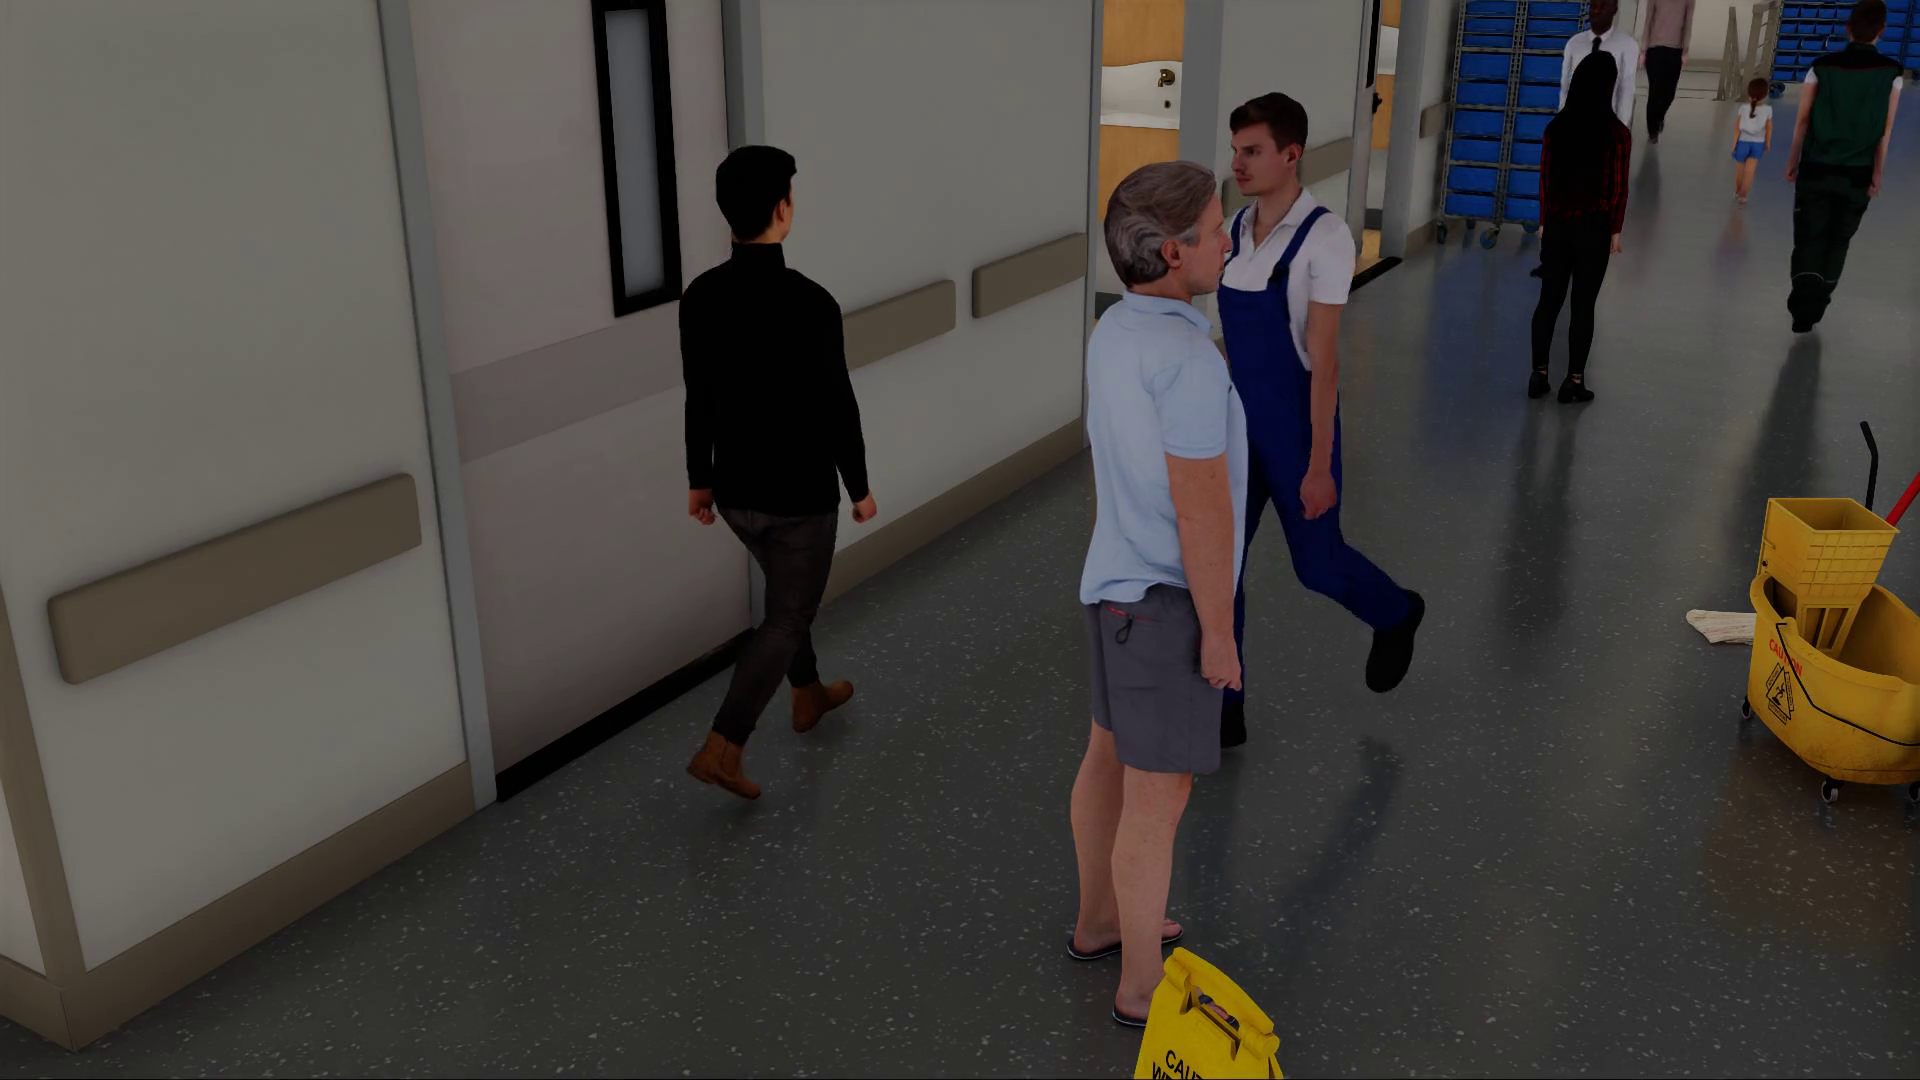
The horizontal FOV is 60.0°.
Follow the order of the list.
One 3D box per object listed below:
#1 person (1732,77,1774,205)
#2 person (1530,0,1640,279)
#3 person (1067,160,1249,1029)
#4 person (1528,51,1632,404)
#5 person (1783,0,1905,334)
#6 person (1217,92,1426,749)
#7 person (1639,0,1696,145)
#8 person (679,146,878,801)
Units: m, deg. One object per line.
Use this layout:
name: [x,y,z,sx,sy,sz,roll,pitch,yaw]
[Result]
person: [6.390,-3.200,13.449,0.446,0.995,0.727,11,23,26]
person: [4.088,-2.590,10.694,0.700,1.808,1.034,13,24,31]
person: [0.393,0.135,3.464,0.793,1.832,0.731,-5,21,-13]
person: [2.966,-1.489,7.998,0.629,1.658,0.582,18,27,40]
person: [4.826,-2.021,9.181,0.704,1.810,1.108,10,23,24]
person: [0.955,-0.286,4.597,1.301,1.817,1.052,-15,25,-34]
person: [7.203,-4.981,17.027,0.714,1.793,0.916,7,22,18]
person: [-0.520,-0.142,4.371,0.699,1.708,1.078,14,25,33]
